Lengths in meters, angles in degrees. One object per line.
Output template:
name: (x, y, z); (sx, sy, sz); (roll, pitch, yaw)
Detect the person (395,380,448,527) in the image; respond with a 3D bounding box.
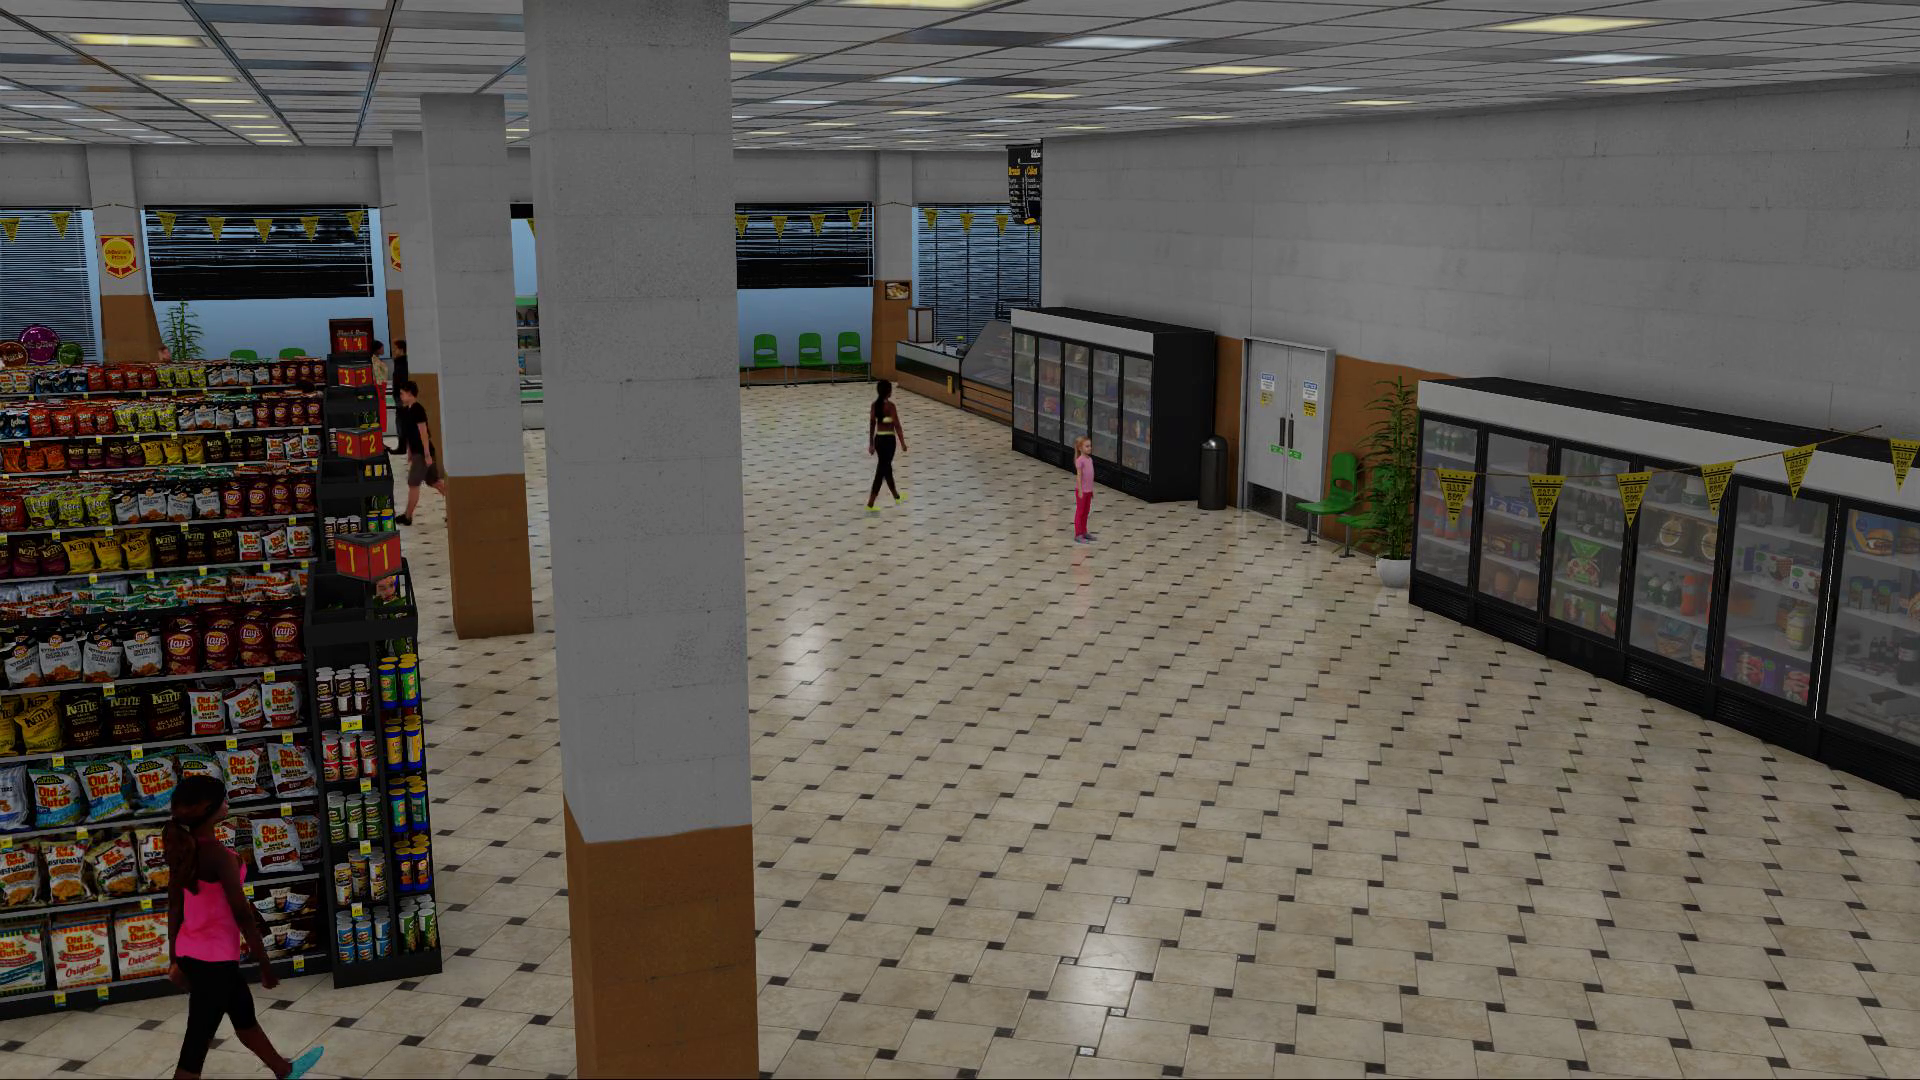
person: (-6.663, -1.087, 20.937); (1.273, 1.826, 0.834); (-7, 14, -31)

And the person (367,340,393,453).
person: (-9.427, -2.336, 26.946); (0.575, 1.793, 0.632); (-6, 14, -28)

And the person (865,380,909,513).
person: (-1.034, -1.173, 21.650); (0.959, 1.700, 1.209); (10, 15, 39)

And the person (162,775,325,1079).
person: (-3.327, 1.884, 7.190); (0.977, 1.676, 1.143); (8, 14, 33)

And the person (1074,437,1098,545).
person: (1.488, -0.611, 20.020); (0.646, 1.271, 0.580); (7, 14, 31)
